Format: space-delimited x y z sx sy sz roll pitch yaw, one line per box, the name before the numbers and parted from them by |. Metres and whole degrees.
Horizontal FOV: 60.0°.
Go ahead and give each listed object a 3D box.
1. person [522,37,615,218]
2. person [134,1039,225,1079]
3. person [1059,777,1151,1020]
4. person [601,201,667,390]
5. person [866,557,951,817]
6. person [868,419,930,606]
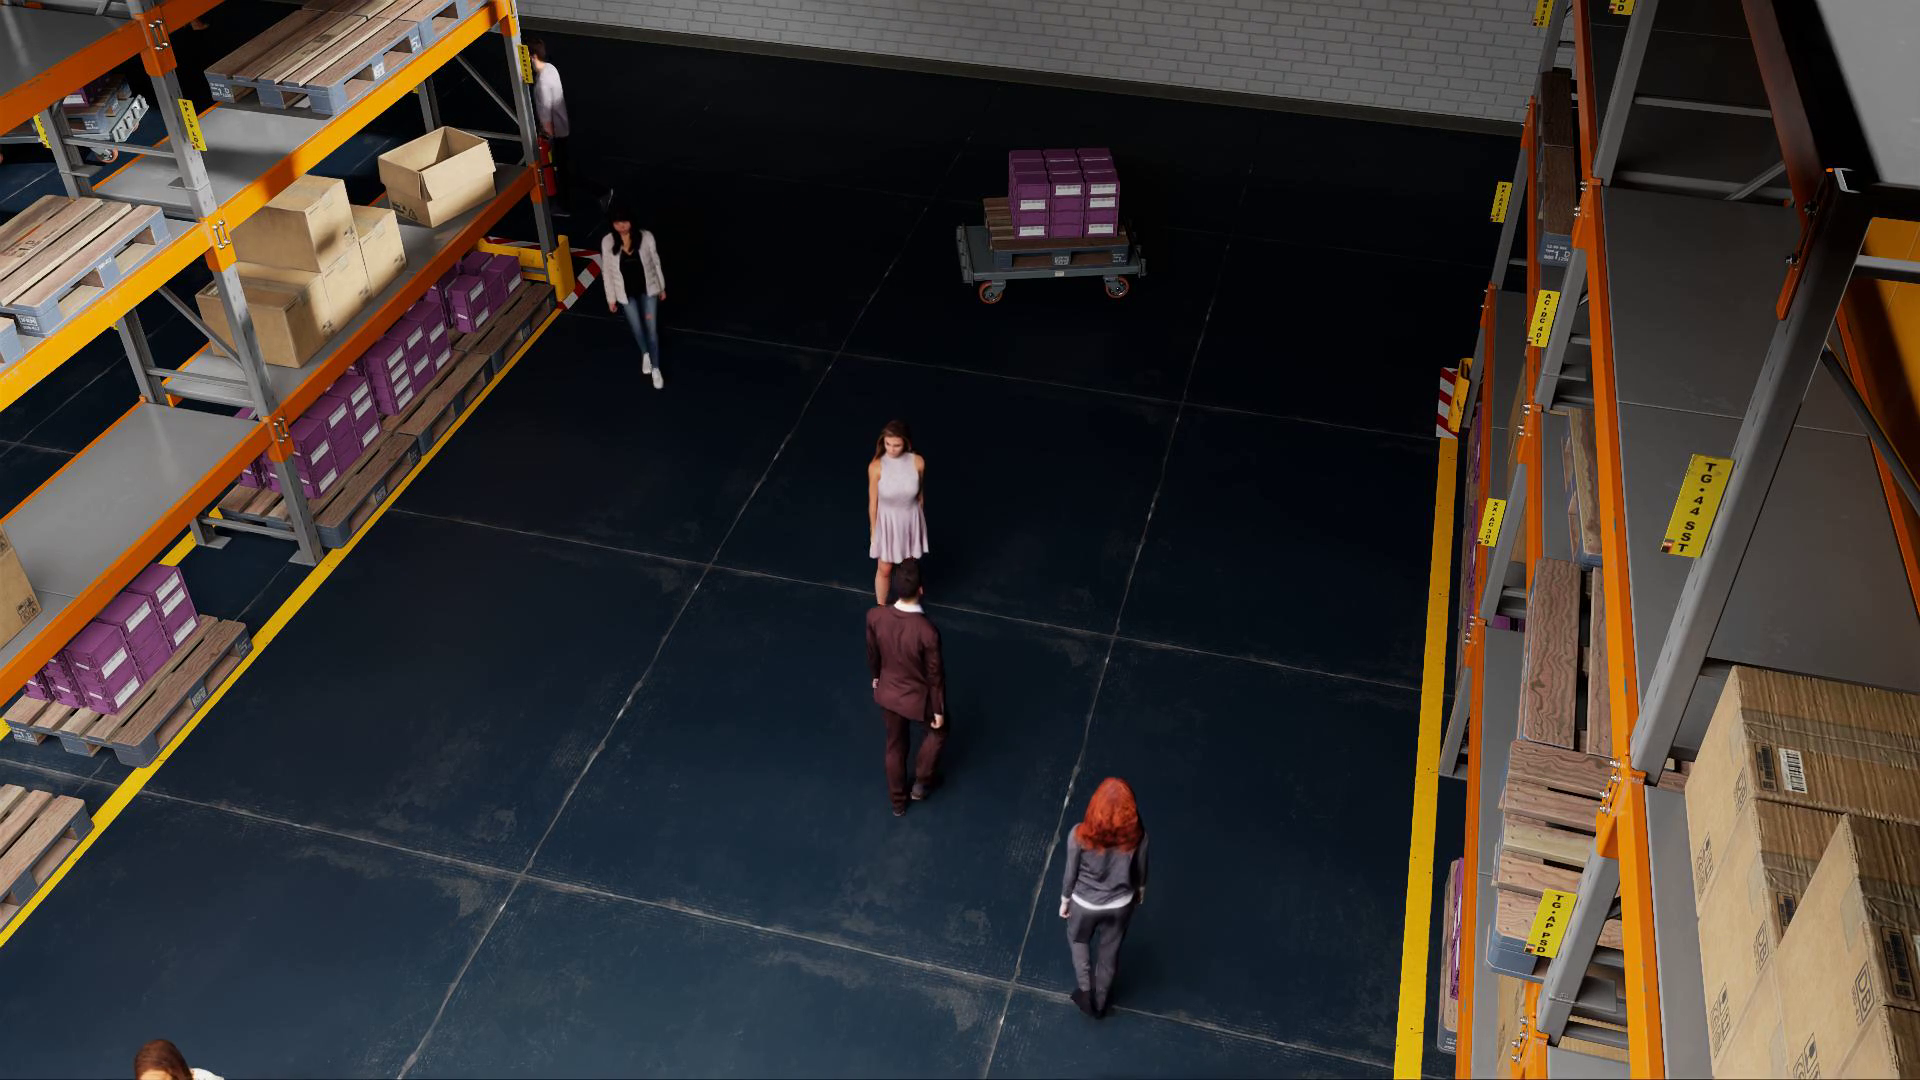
person | -3.749 -3.861 15.748 0.965 1.822 1.021 -4 39 -5
person | -3.419 2.779 7.547 0.698 1.680 0.681 -6 39 -8
person | 0.732 1.926 8.548 0.668 1.763 0.661 -1 39 -1
person | -2.667 -2.098 13.704 0.802 1.618 0.898 -5 39 -7
person | -0.329 0.942 9.711 0.759 1.851 0.715 16 41 19
person | -0.415 -0.080 11.056 0.664 1.768 0.700 -7 39 -8
